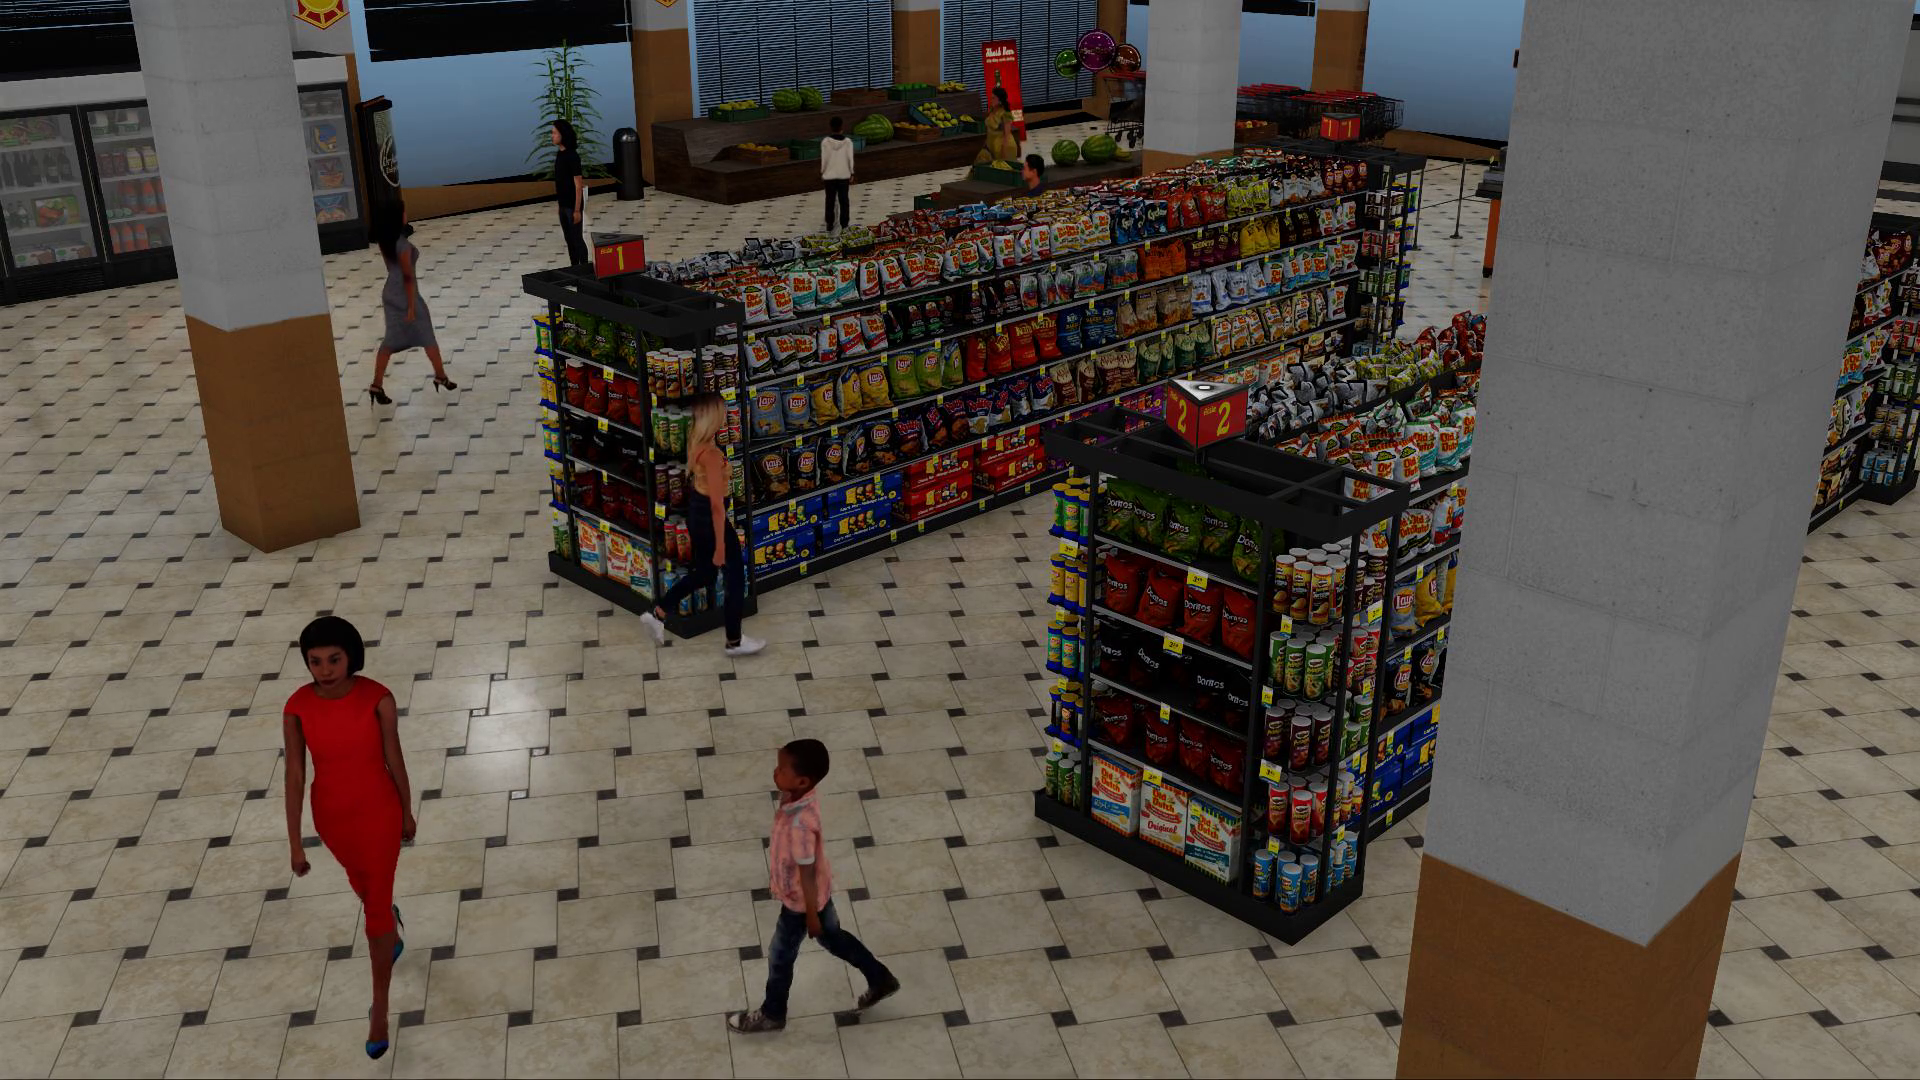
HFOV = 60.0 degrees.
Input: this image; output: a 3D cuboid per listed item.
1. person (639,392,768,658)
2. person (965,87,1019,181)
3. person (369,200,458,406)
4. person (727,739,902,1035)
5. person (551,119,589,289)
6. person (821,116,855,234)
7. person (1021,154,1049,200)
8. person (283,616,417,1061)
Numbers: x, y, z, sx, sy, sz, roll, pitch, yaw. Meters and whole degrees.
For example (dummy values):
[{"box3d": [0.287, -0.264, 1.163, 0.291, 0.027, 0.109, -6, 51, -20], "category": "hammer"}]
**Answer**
[{"box3d": [-1.512, -0.050, 9.569, 1.024, 1.608, 0.765, -9, 24, -21], "category": "person"}, {"box3d": [0.596, -5.322, 22.664, 1.215, 1.626, 0.725, -19, 29, -39], "category": "person"}, {"box3d": [-4.838, -1.974, 14.185, 0.743, 1.735, 1.136, 14, 26, 32], "category": "person"}, {"box3d": [-0.533, 1.359, 6.486, 0.960, 1.291, 0.872, -1, 22, -2], "category": "person"}, {"box3d": [-4.316, -3.739, 18.446, 0.569, 1.835, 0.674, -15, 26, -33], "category": "person"}, {"box3d": [-1.579, -4.668, 21.272, 0.642, 1.452, 0.691, 1, 22, 2], "category": "person"}, {"box3d": [0.819, -2.910, 16.468, 1.107, 1.771, 1.031, -1, 22, -3], "category": "person"}, {"box3d": [-2.383, 1.093, 6.609, 1.113, 1.693, 1.063, -4, 22, -10], "category": "person"}]
